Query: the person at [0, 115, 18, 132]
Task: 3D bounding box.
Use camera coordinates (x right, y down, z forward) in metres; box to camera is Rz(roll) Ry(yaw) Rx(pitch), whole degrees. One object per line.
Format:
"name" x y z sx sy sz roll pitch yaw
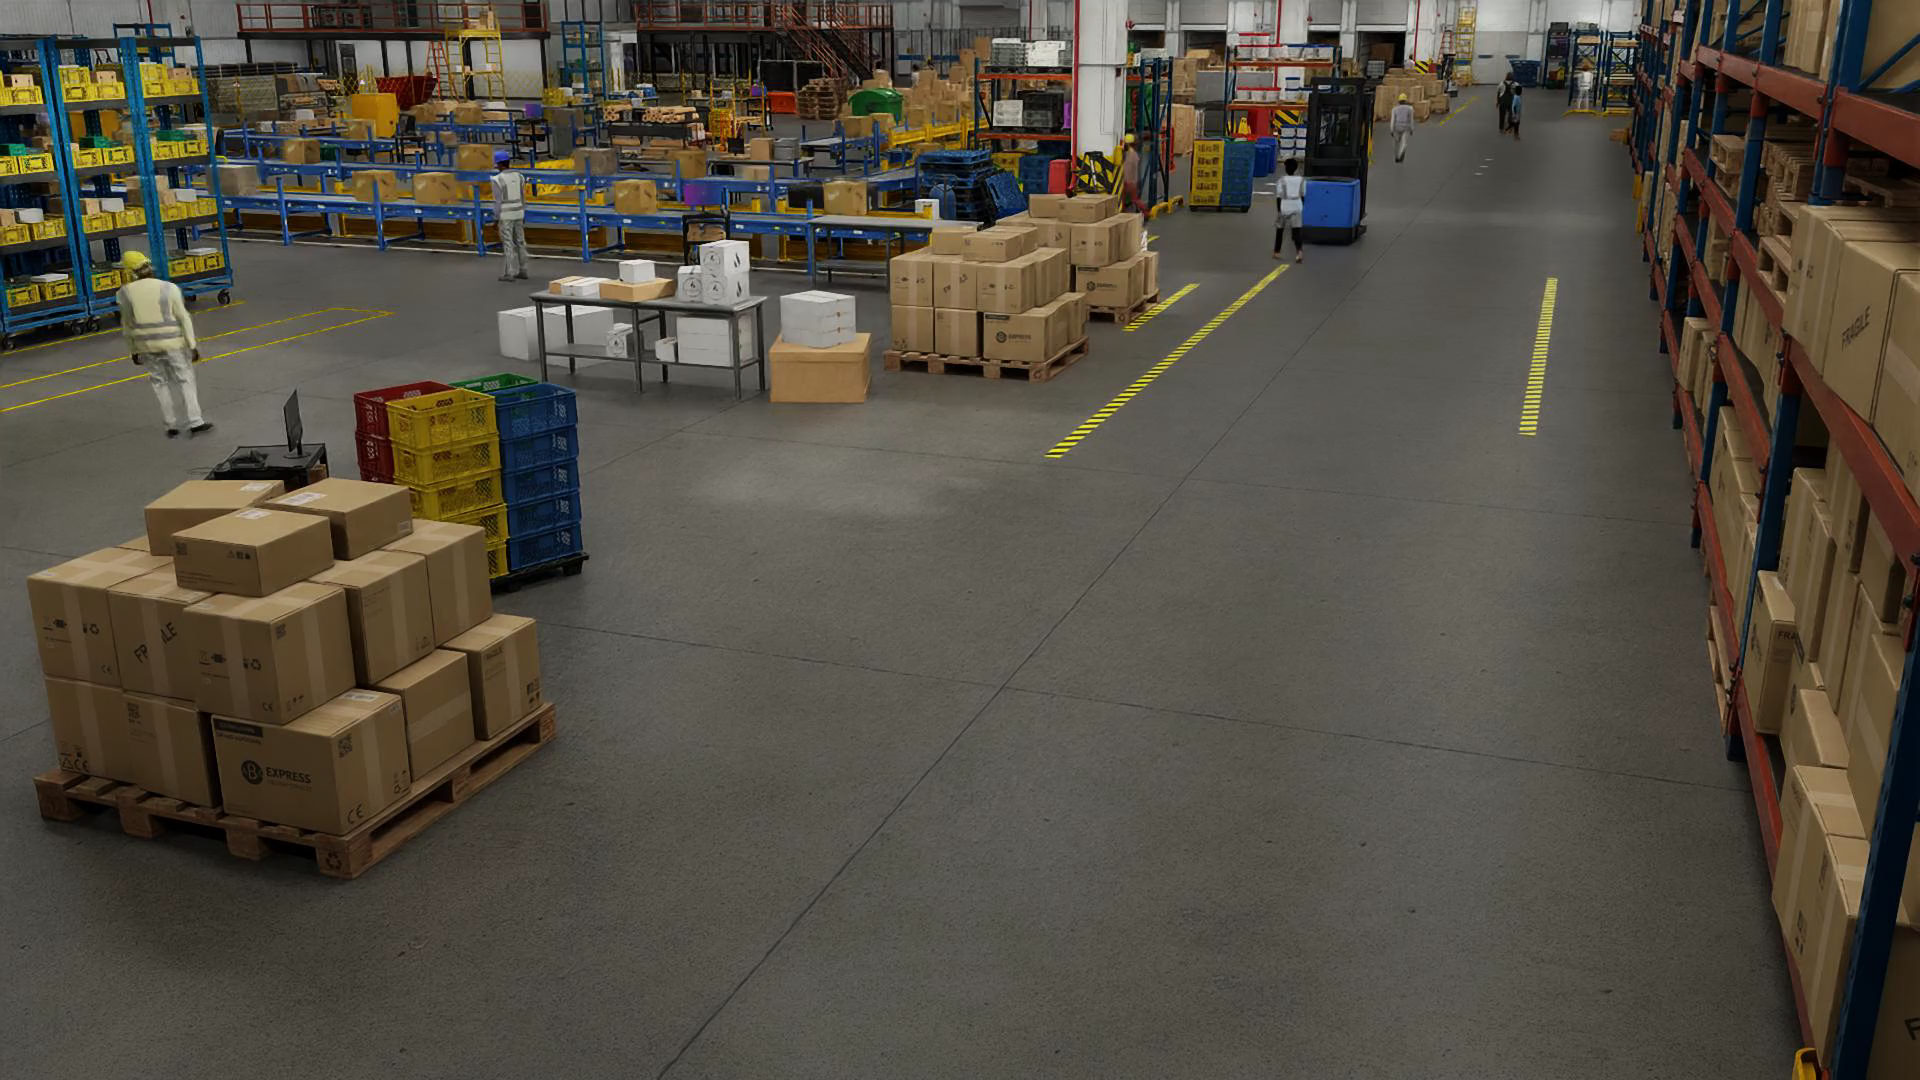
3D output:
"person" -27.820 -12.335 48.494 0.640 1.909 0.409 -4 18 -13

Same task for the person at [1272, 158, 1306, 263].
"person" 5.347 -5.322 26.858 0.531 1.659 0.858 -2 18 -8

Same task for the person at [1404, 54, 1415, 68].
"person" 21.522 -22.274 79.678 0.355 1.933 0.633 -9 20 -27

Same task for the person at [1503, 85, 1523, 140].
"person" 17.508 -13.486 52.461 0.564 1.682 0.545 8 19 23

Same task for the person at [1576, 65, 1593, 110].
"person" 24.849 -17.922 66.109 0.607 1.869 0.377 -2 18 -6

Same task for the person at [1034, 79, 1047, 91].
"person" 3.290 -18.396 67.488 0.552 1.934 0.365 8 19 23

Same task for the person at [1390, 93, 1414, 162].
"person" 11.786 -10.985 44.396 0.605 1.819 0.610 5 18 15

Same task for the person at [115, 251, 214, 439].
"person" -7.563 -1.845 15.741 0.665 1.776 0.404 -2 18 -7

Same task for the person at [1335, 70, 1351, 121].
"person" 14.262 -16.511 61.756 0.979 1.833 0.502 -12 21 -33

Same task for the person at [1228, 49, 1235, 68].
"person" 15.044 -26.478 92.849 0.633 1.959 0.656 -13 22 -35

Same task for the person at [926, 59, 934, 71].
"person" -1.355 -20.607 74.584 0.336 1.844 0.513 13 22 35

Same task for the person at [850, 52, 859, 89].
"person" -5.470 -24.534 86.857 0.573 1.887 0.355 6 19 19

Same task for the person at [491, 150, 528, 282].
"person" -6.753 -4.849 24.913 0.393 1.943 0.602 11 21 31

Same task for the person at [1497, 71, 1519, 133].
"person" 18.215 -14.574 55.311 0.705 2.000 0.845 7 19 22

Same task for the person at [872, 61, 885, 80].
"person" -3.334 -18.846 68.895 0.607 1.938 0.905 -7 19 -21

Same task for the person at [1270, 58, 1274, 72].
"person" 16.769 -25.066 88.633 0.665 1.822 0.513 -16 23 -40

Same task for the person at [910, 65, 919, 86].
"person" -1.888 -18.190 67.002 0.886 1.833 0.560 13 22 36

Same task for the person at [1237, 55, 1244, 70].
"person" 15.774 -26.630 93.397 0.400 1.911 0.603 11 21 31

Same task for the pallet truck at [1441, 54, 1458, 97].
"pallet truck" 22.765 -21.886 78.355 0.823 1.965 1.885 -4 18 -14

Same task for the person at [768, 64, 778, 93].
"person" -7.897 -19.377 70.877 0.688 1.744 0.534 9 20 26

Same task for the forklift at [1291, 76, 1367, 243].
"forklift" 6.598 -6.755 29.381 1.129 2.768 1.873 6 19 19

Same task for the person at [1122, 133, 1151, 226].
"person" 3.235 -6.748 31.223 0.797 1.742 0.530 -10 20 -29

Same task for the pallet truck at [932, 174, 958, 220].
"pallet truck" -0.507 -5.292 27.348 0.653 1.274 1.630 6 19 19

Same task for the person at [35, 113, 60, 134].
"person" -22.782 -10.212 41.705 0.604 1.998 1.038 -11 21 -32
